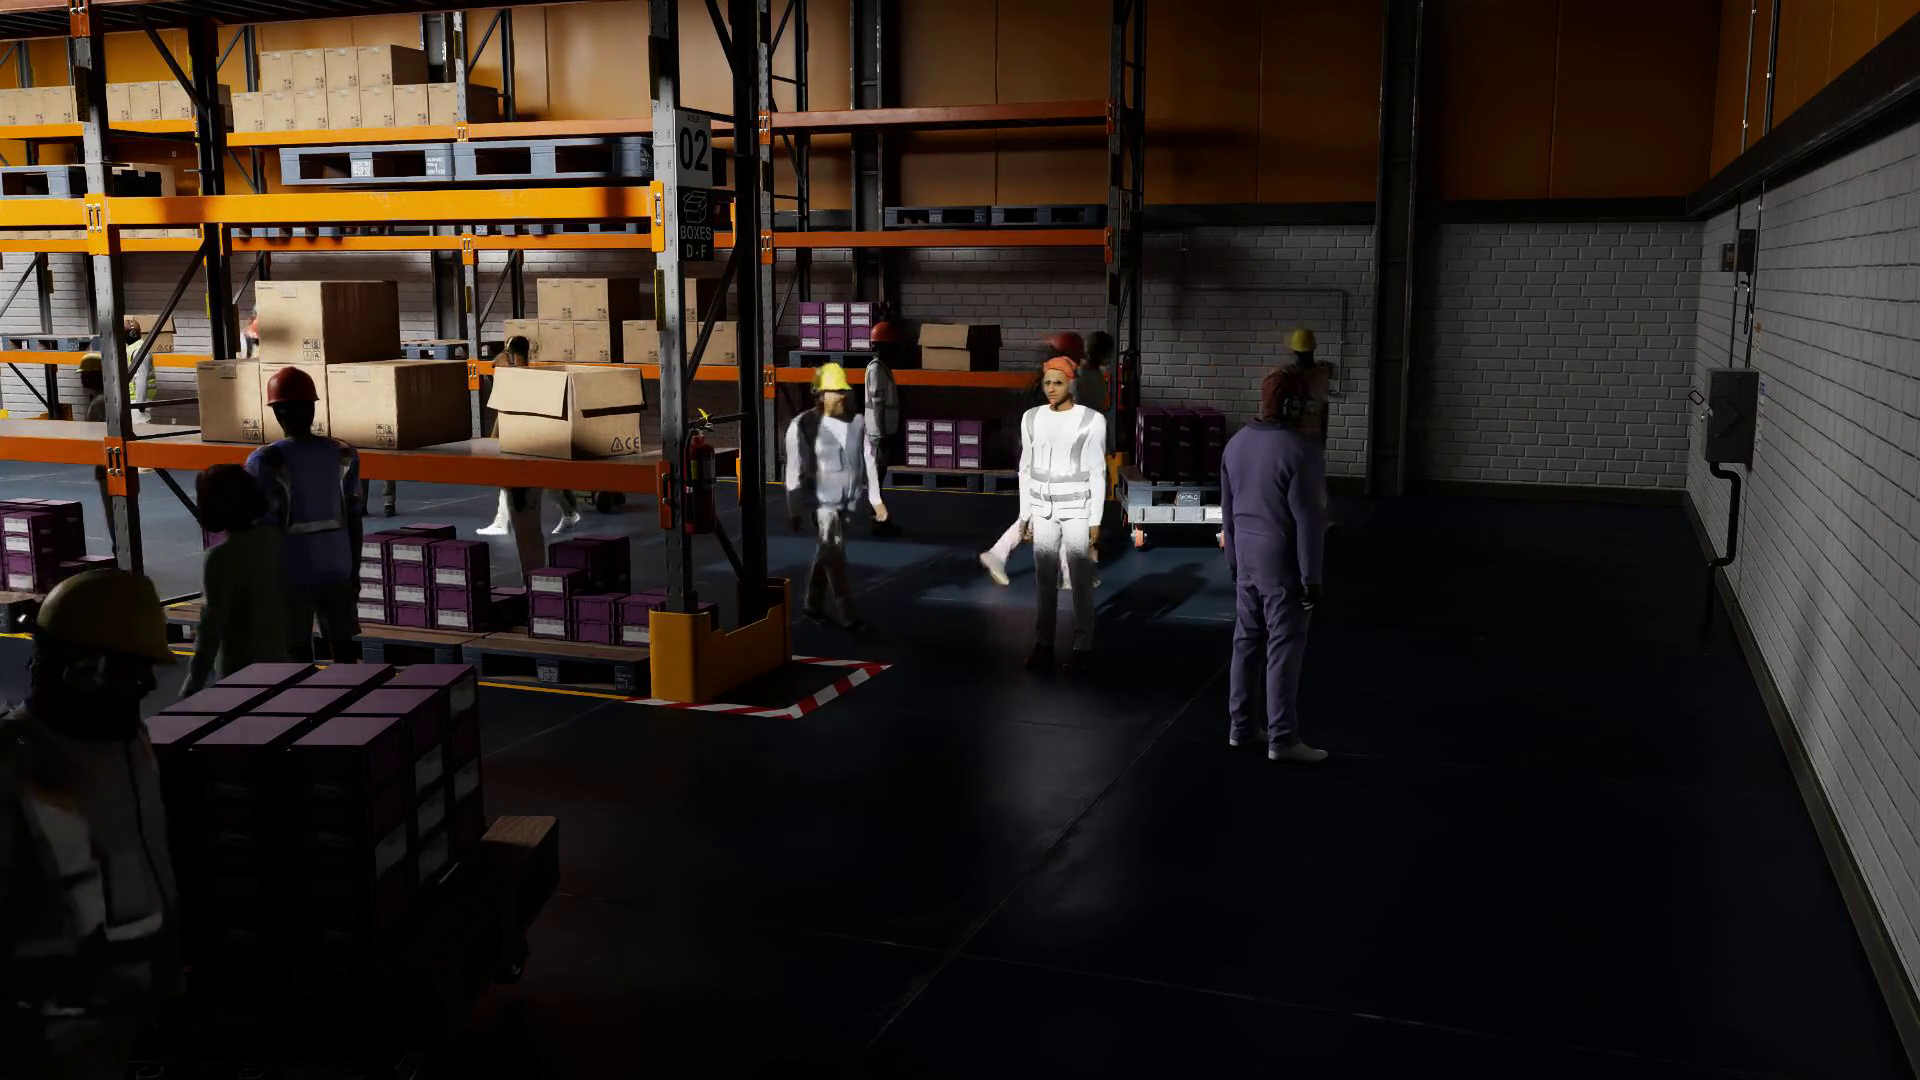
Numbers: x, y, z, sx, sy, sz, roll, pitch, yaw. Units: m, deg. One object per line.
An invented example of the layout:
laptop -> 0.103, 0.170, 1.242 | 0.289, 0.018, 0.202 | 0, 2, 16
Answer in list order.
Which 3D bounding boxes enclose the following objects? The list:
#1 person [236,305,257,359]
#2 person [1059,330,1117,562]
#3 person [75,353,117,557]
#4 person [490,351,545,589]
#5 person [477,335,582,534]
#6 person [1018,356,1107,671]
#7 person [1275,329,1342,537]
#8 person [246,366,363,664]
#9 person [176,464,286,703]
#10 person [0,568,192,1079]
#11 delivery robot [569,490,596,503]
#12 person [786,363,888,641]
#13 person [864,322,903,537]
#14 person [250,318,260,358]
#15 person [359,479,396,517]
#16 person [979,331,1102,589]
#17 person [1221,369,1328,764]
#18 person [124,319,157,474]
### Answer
person -> -8.486, -1.906, 20.429 | 0.689, 2.000, 0.538 | 3, 9, 16
person -> 1.057, -0.758, 13.623 | 0.566, 1.906, 0.691 | 2, 9, 10
person -> -6.851, -0.621, 13.317 | 0.318, 1.740, 0.489 | -4, 10, -25
person -> -3.058, -0.388, 11.551 | 0.428, 1.836, 0.625 | -2, 9, -10
person -> -3.922, -0.946, 15.109 | 0.900, 1.827, 0.541 | 0, 9, 2
person -> 0.608, -0.160, 9.975 | 0.577, 1.880, 0.351 | 6, 11, 32
person -> 3.110, -0.947, 14.936 | 0.590, 1.865, 0.989 | -2, 9, -14
person -> -3.078, 0.154, 7.836 | 0.376, 1.932, 0.543 | 8, 12, 43
person -> -2.856, 0.506, 6.594 | 0.329, 1.620, 0.523 | 1, 9, 6
person -> -1.728, 0.952, 3.346 | 0.854, 1.763, 0.661 | 0, 9, 0
delivery robot -> -3.650, -0.627, 16.752 | 0.477, 0.478, 0.707 | 3, 10, 18
person -> -0.804, -0.256, 10.868 | 0.601, 1.787, 0.918 | -9, 12, -43
person -> -0.688, -1.000, 15.056 | 0.359, 1.939, 0.543 | 0, 9, -2
person -> -8.092, -1.654, 19.375 | 0.368, 1.884, 0.660 | -7, 11, -36
person -> -5.729, -1.133, 16.216 | 0.588, 1.835, 0.404 | -1, 9, -6
person -> 0.607, -0.588, 12.454 | 0.868, 1.954, 0.670 | -1, 9, -9
person -> 1.554, 0.125, 8.095 | 0.405, 1.906, 0.653 | -5, 10, -29
person -> -9.802, -1.702, 19.811 | 0.429, 1.837, 0.624 | -6, 11, -33
